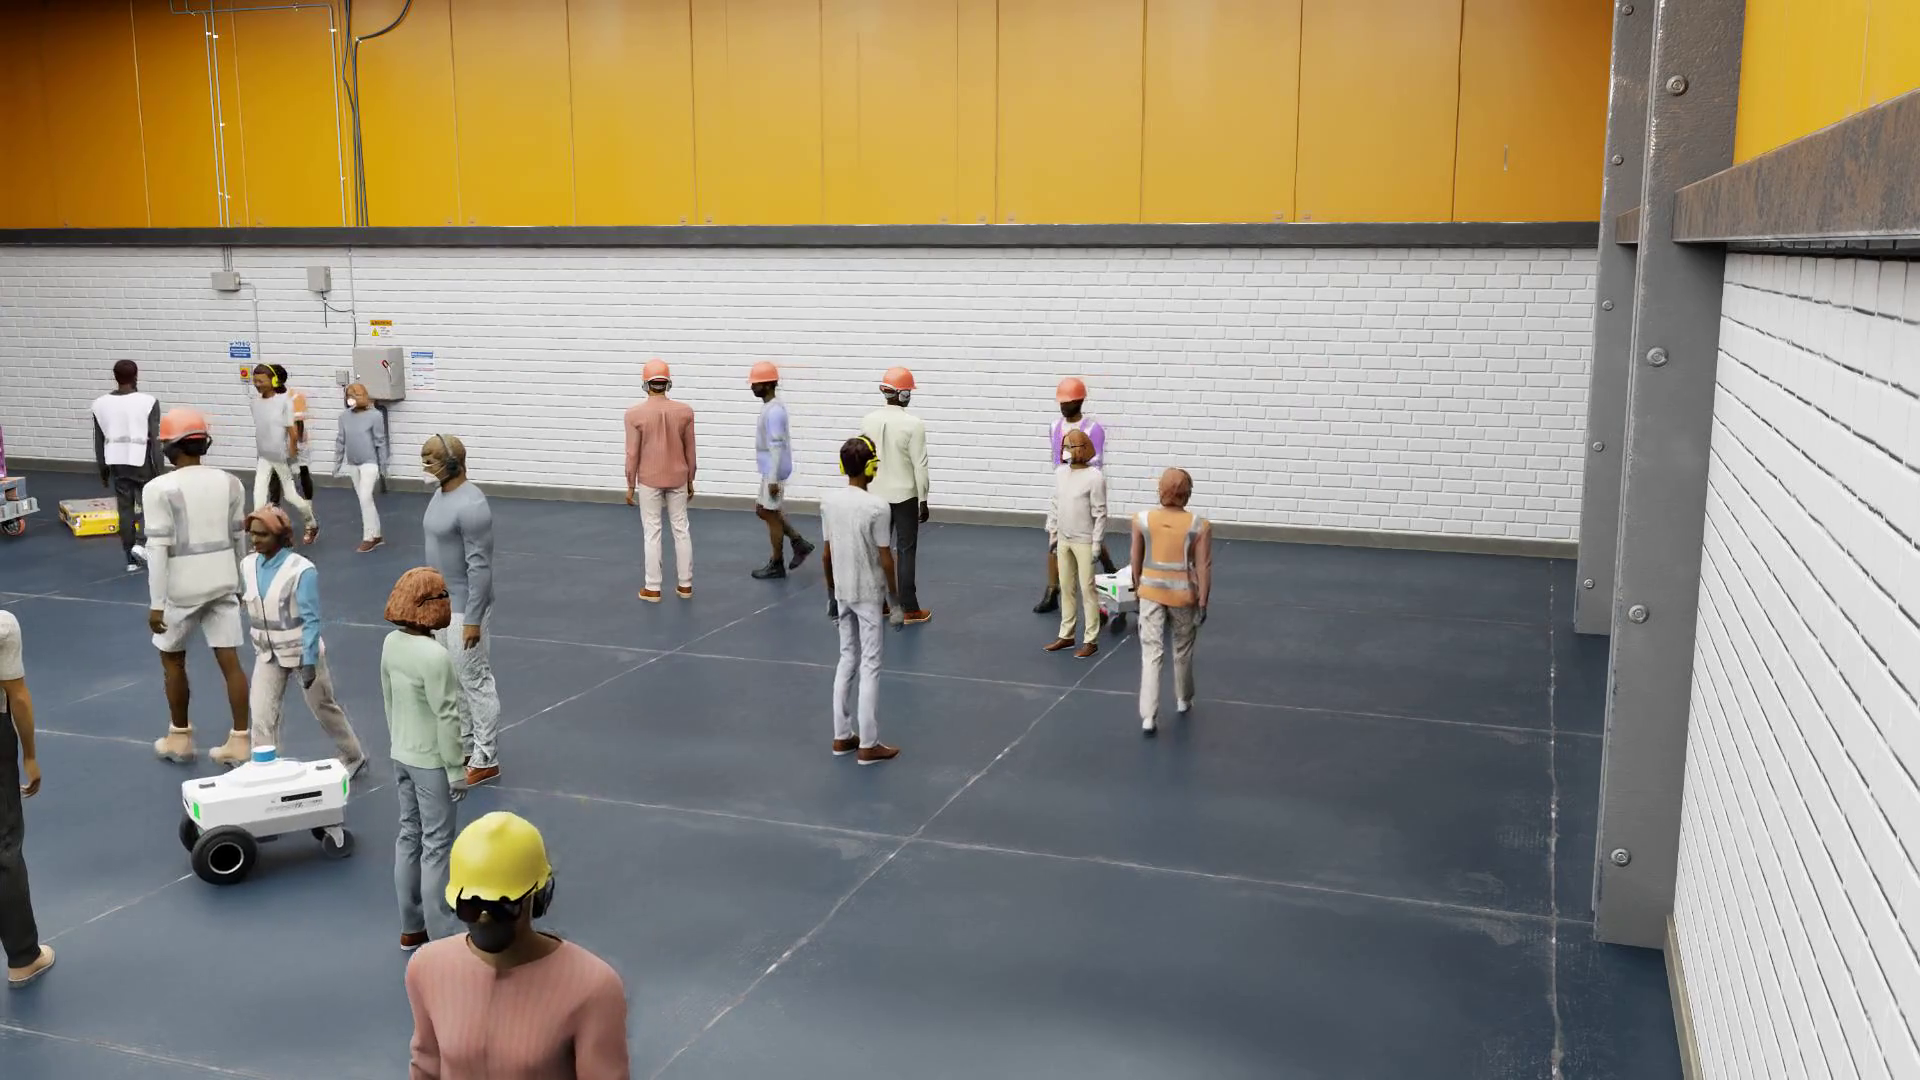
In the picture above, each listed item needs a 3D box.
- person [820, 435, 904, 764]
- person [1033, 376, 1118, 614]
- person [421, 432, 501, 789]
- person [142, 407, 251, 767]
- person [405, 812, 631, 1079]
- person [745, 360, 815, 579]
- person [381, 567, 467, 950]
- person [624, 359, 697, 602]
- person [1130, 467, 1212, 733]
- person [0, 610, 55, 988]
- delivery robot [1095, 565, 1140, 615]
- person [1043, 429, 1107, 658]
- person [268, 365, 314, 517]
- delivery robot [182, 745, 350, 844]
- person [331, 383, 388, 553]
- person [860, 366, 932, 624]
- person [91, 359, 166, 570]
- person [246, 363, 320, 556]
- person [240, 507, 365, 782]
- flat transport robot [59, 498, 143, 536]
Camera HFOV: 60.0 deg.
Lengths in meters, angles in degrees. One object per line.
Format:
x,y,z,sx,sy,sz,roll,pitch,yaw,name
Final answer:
-0.548,0.336,9.426,0.518,1.869,0.367,8,13,39,person
0.976,-0.385,13.421,0.547,1.905,0.924,9,13,40,person
-2.711,0.377,8.999,0.372,1.934,0.627,-7,12,-34,person
-4.318,0.269,9.341,0.813,2.020,0.663,6,12,32,person
-0.970,1.423,3.659,0.548,1.722,0.885,1,10,7,person
-1.609,-0.609,14.552,0.531,1.929,0.584,-2,10,-9,person
-2.172,0.915,6.812,0.498,1.634,0.280,10,14,44,person
-2.466,-0.489,13.698,0.611,1.996,0.387,-5,11,-28,person
1.273,0.350,10.129,0.519,1.596,0.844,3,10,15,person
-3.880,0.866,6.493,0.508,1.846,0.345,-3,11,-17,person
1.373,0.363,12.697,0.707,0.478,0.477,-5,11,-27,delivery robot
0.825,0.019,11.858,0.278,1.633,0.507,-9,13,-40,person
-7.179,-1.030,17.651,0.560,1.652,0.747,2,10,13,person
-3.279,1.218,7.881,0.707,0.478,0.477,-6,12,-31,delivery robot
-5.759,-0.693,15.904,0.499,1.612,0.674,4,11,20,person
-0.489,-0.348,12.906,0.622,1.992,0.396,7,12,33,person
-7.460,-0.672,14.981,0.623,1.904,0.444,-1,10,-3,person
-6.504,-0.787,15.896,0.530,1.826,0.935,3,10,14,person
-3.487,0.593,8.741,0.523,1.593,0.859,4,11,20,person
-8.923,-0.264,17.288,0.652,0.197,1.431,-7,12,-33,flat transport robot
